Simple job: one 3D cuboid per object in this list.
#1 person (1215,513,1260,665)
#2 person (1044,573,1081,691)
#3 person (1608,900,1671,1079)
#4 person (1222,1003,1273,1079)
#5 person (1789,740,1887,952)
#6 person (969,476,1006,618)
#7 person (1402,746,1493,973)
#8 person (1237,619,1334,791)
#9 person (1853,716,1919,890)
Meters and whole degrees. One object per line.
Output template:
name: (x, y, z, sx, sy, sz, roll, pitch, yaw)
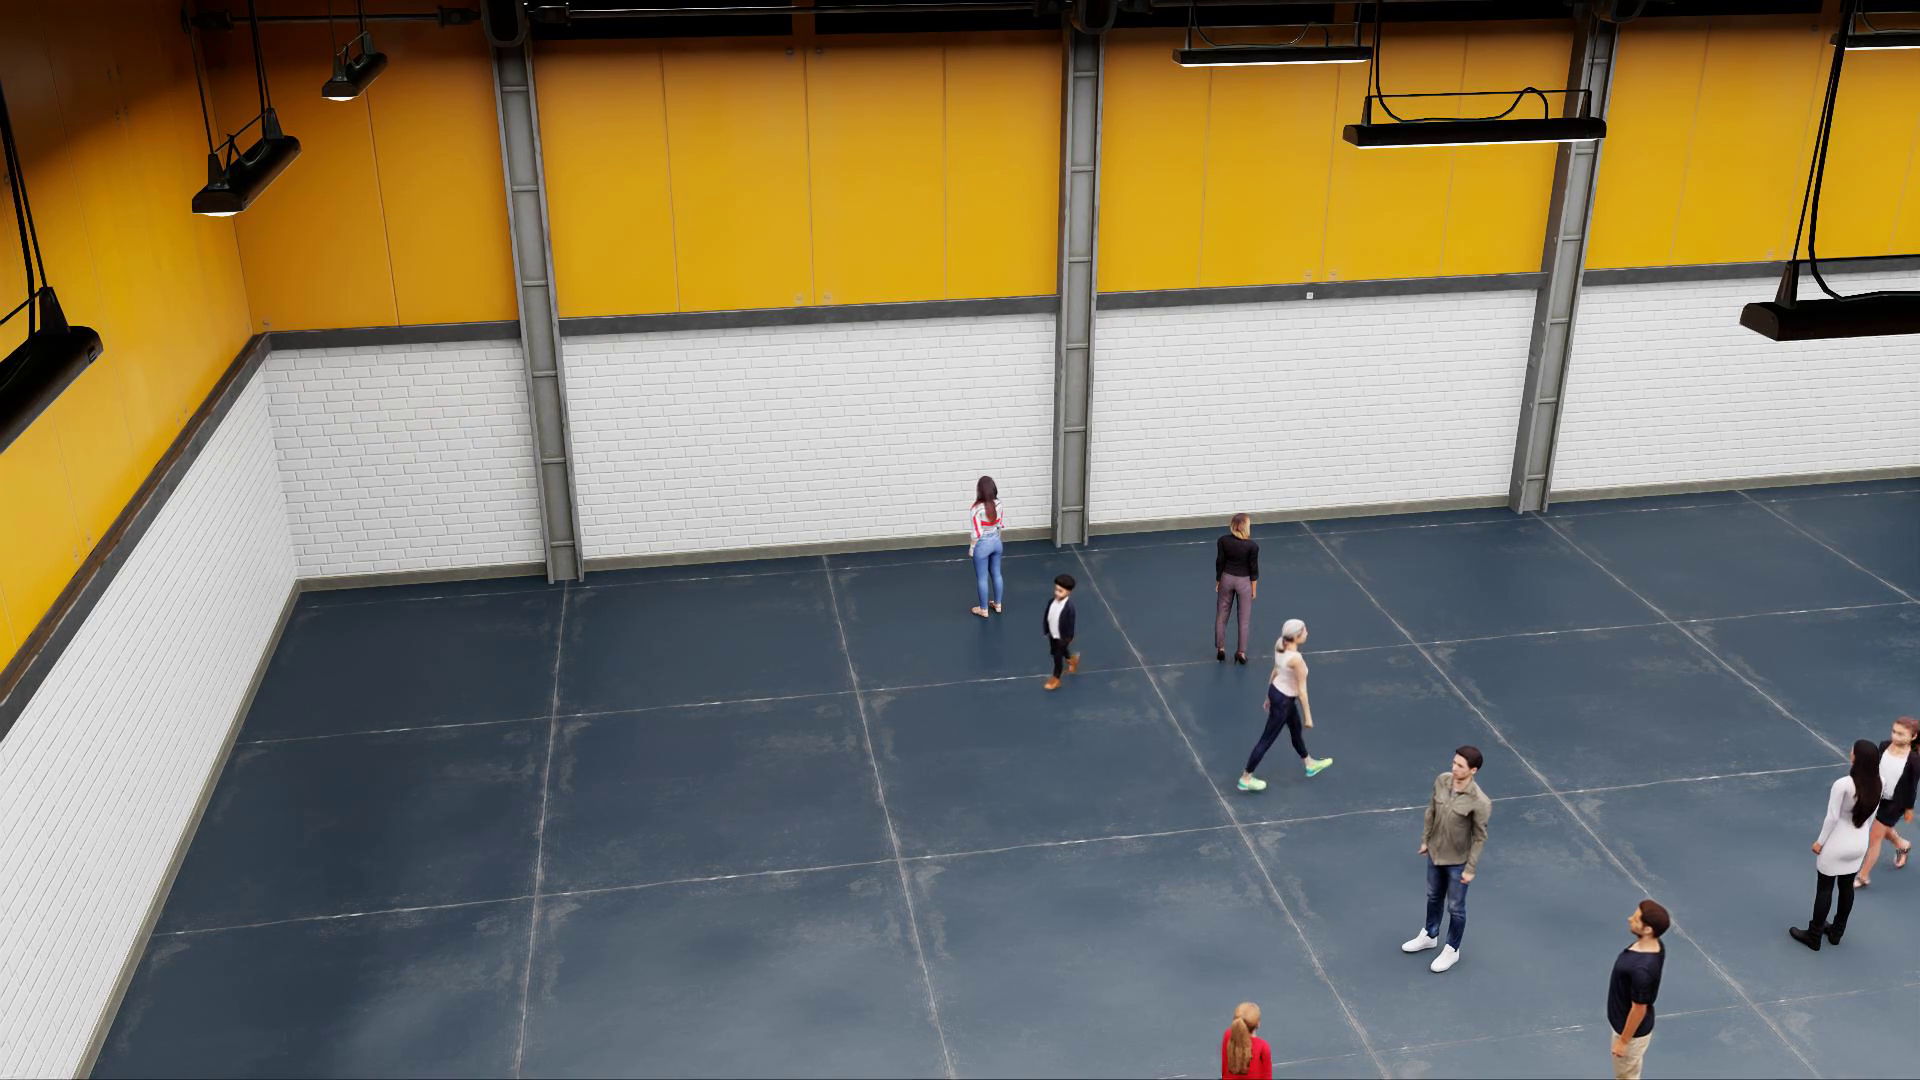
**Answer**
person: (2.823, 0.499, 17.078, 0.657, 1.671, 0.749, 10, 26, 22)
person: (1.041, 0.892, 16.752, 0.849, 1.213, 0.710, -19, 30, -36)
person: (4.372, 3.138, 10.806, 0.732, 1.858, 0.706, 12, 26, 25)
person: (1.801, 3.531, 10.635, 0.709, 1.275, 0.772, 16, 29, 33)
person: (6.760, 2.328, 12.722, 0.494, 1.809, 0.681, -6, 24, -14)
person: (0.302, 0.058, 18.160, 0.585, 1.613, 0.717, -15, 28, -31)
person: (3.723, 2.371, 12.554, 0.732, 1.865, 0.778, -14, 27, -28)
person: (2.786, 1.508, 14.796, 1.173, 1.649, 0.643, -5, 24, -12)
person: (7.645, 2.105, 13.581, 1.067, 1.529, 0.692, -11, 26, -24)
